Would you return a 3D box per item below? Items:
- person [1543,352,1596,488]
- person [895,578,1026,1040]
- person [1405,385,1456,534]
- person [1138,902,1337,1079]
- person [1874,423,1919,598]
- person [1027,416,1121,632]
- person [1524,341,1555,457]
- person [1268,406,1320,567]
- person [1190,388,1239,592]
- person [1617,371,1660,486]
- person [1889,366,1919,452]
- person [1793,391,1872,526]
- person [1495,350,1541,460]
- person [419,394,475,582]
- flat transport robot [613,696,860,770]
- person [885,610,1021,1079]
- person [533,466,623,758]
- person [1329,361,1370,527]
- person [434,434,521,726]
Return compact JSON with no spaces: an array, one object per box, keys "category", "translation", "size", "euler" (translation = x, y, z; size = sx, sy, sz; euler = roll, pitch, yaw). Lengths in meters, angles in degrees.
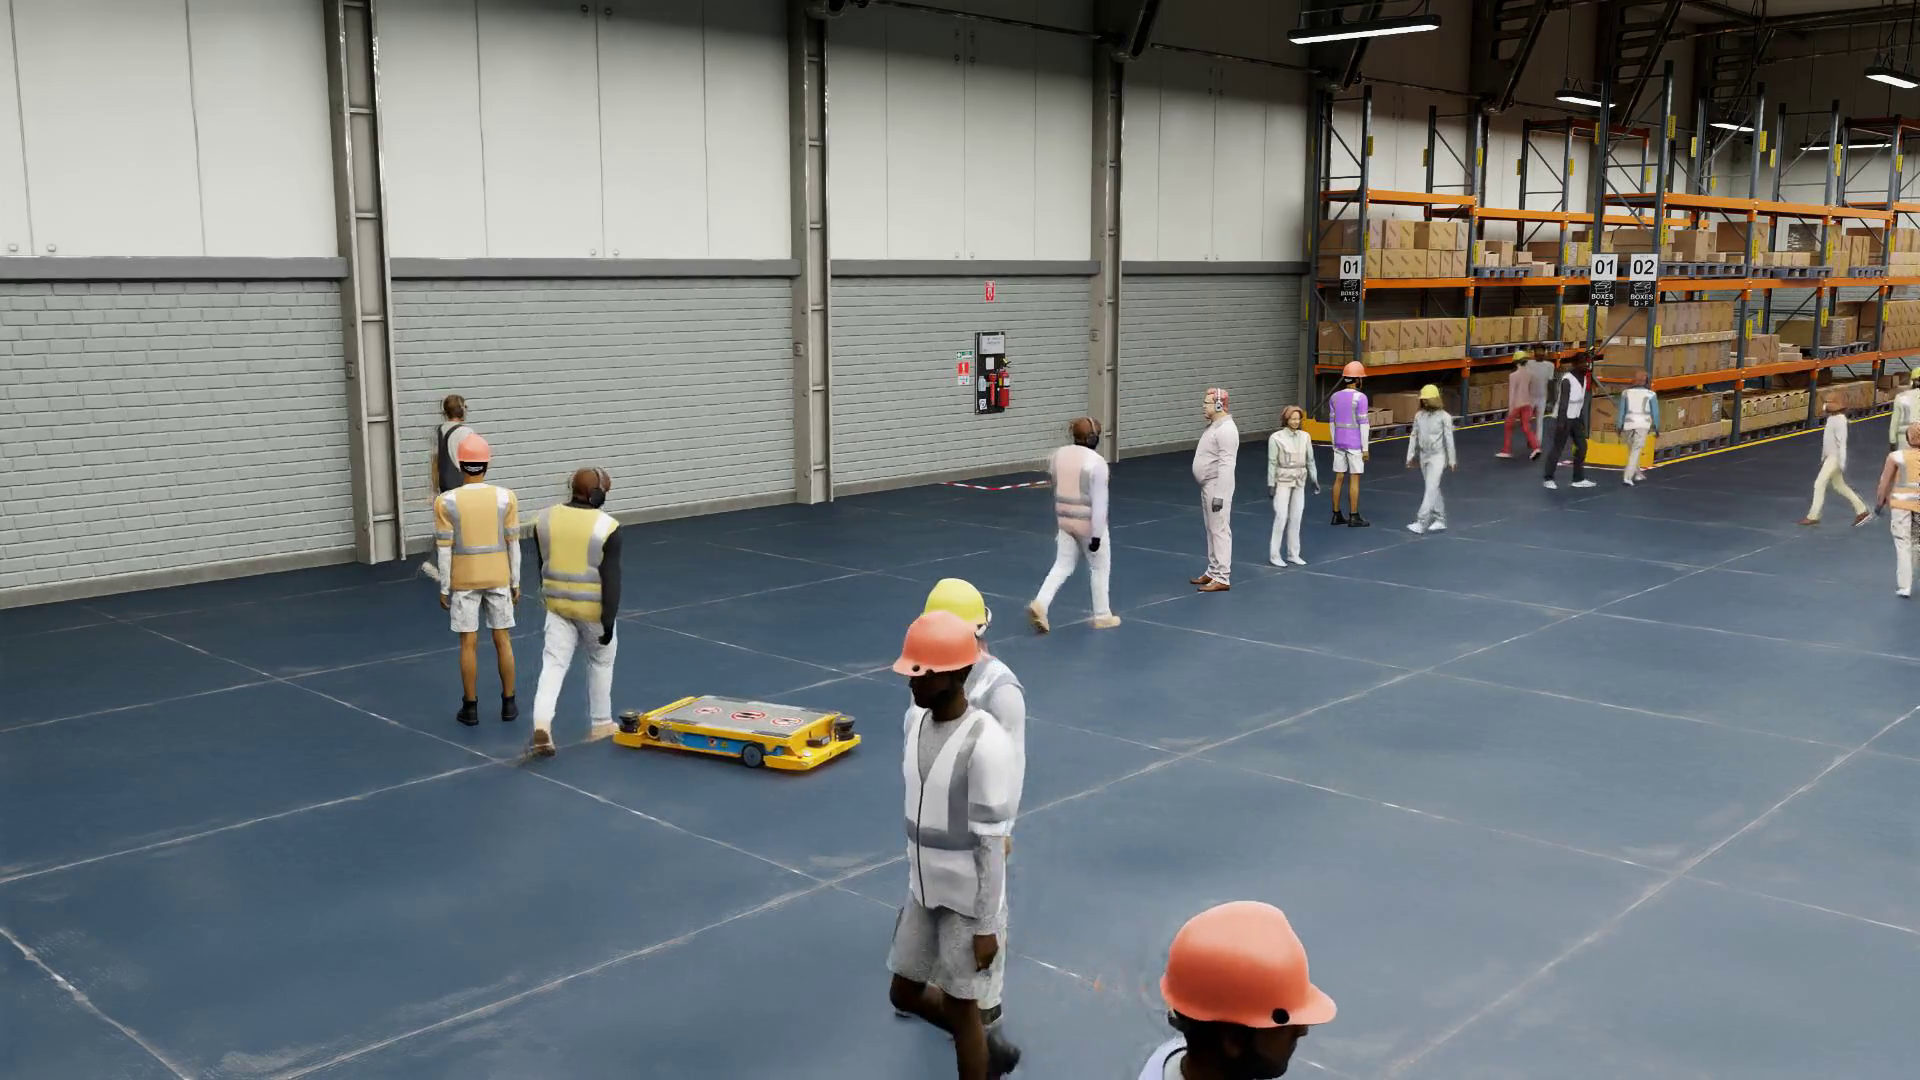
[{"category":"person","translation":[8.418,-1.635,22.838],"size":[0.738,1.881,0.721],"euler":[9,13,42]},{"category":"person","translation":[-0.009,1.051,6.575],"size":[0.404,1.834,0.591],"euler":[-8,12,-41]},{"category":"person","translation":[5.347,-0.919,18.993],"size":[0.865,1.693,0.491],"euler":[-7,11,-35]},{"category":"person","translation":[0.457,1.581,3.070],"size":[0.415,1.924,0.576],"euler":[1,9,7]},{"category":"person","translation":[8.834,-0.293,15.499],"size":[0.516,1.595,0.855],"euler":[2,10,12]},{"category":"person","translation":[0.964,-0.123,13.811],"size":[0.852,1.812,0.623],"euler":[-9,13,-43]},{"category":"person","translation":[9.284,-2.276,26.781],"size":[0.544,1.852,0.620],"euler":[4,10,21]},{"category":"person","translation":[3.371,-0.548,16.945],"size":[0.531,1.636,0.360],"euler":[-5,11,-27]},{"category":"person","translation":[2.389,-0.473,15.644],"size":[0.410,1.909,0.643],"euler":[0,9,-2]},{"category":"person","translation":[9.474,-1.563,23.243],"size":[0.874,1.592,0.541],"euler":[-8,13,-42]},{"category":"person","translation":[12.020,-1.278,20.902],"size":[0.599,1.800,0.623],"euler":[2,10,15]},{"category":"person","translation":[10.291,-0.946,19.467],"size":[0.806,1.599,0.510],"euler":[3,10,17]},{"category":"person","translation":[8.871,-2.128,26.266],"size":[0.531,1.739,0.790],"euler":[-5,11,-28]},{"category":"person","translation":[-4.947,-0.508,16.178],"size":[0.508,1.816,0.885],"euler":[7,11,36]},{"category":"flat transport robot","translation":[-1.409,1.191,10.474],"size":[1.431,0.197,0.652],"euler":[4,10,25]},{"category":"person","translation":[-0.005,1.170,5.603],"size":[0.492,1.924,0.551],"euler":[-7,12,-38]},{"category":"person","translation":[-2.407,0.443,10.400],"size":[0.618,1.807,0.888],"euler":[2,10,12]},{"category":"person","translation":[4.577,-1.118,19.480],"size":[0.361,1.939,0.543],"euler":[-7,12,-36]},{"category":"person","translation":[-3.193,0.266,11.049],"size":[0.542,1.938,0.358],"euler":[-4,10,-23]}]
